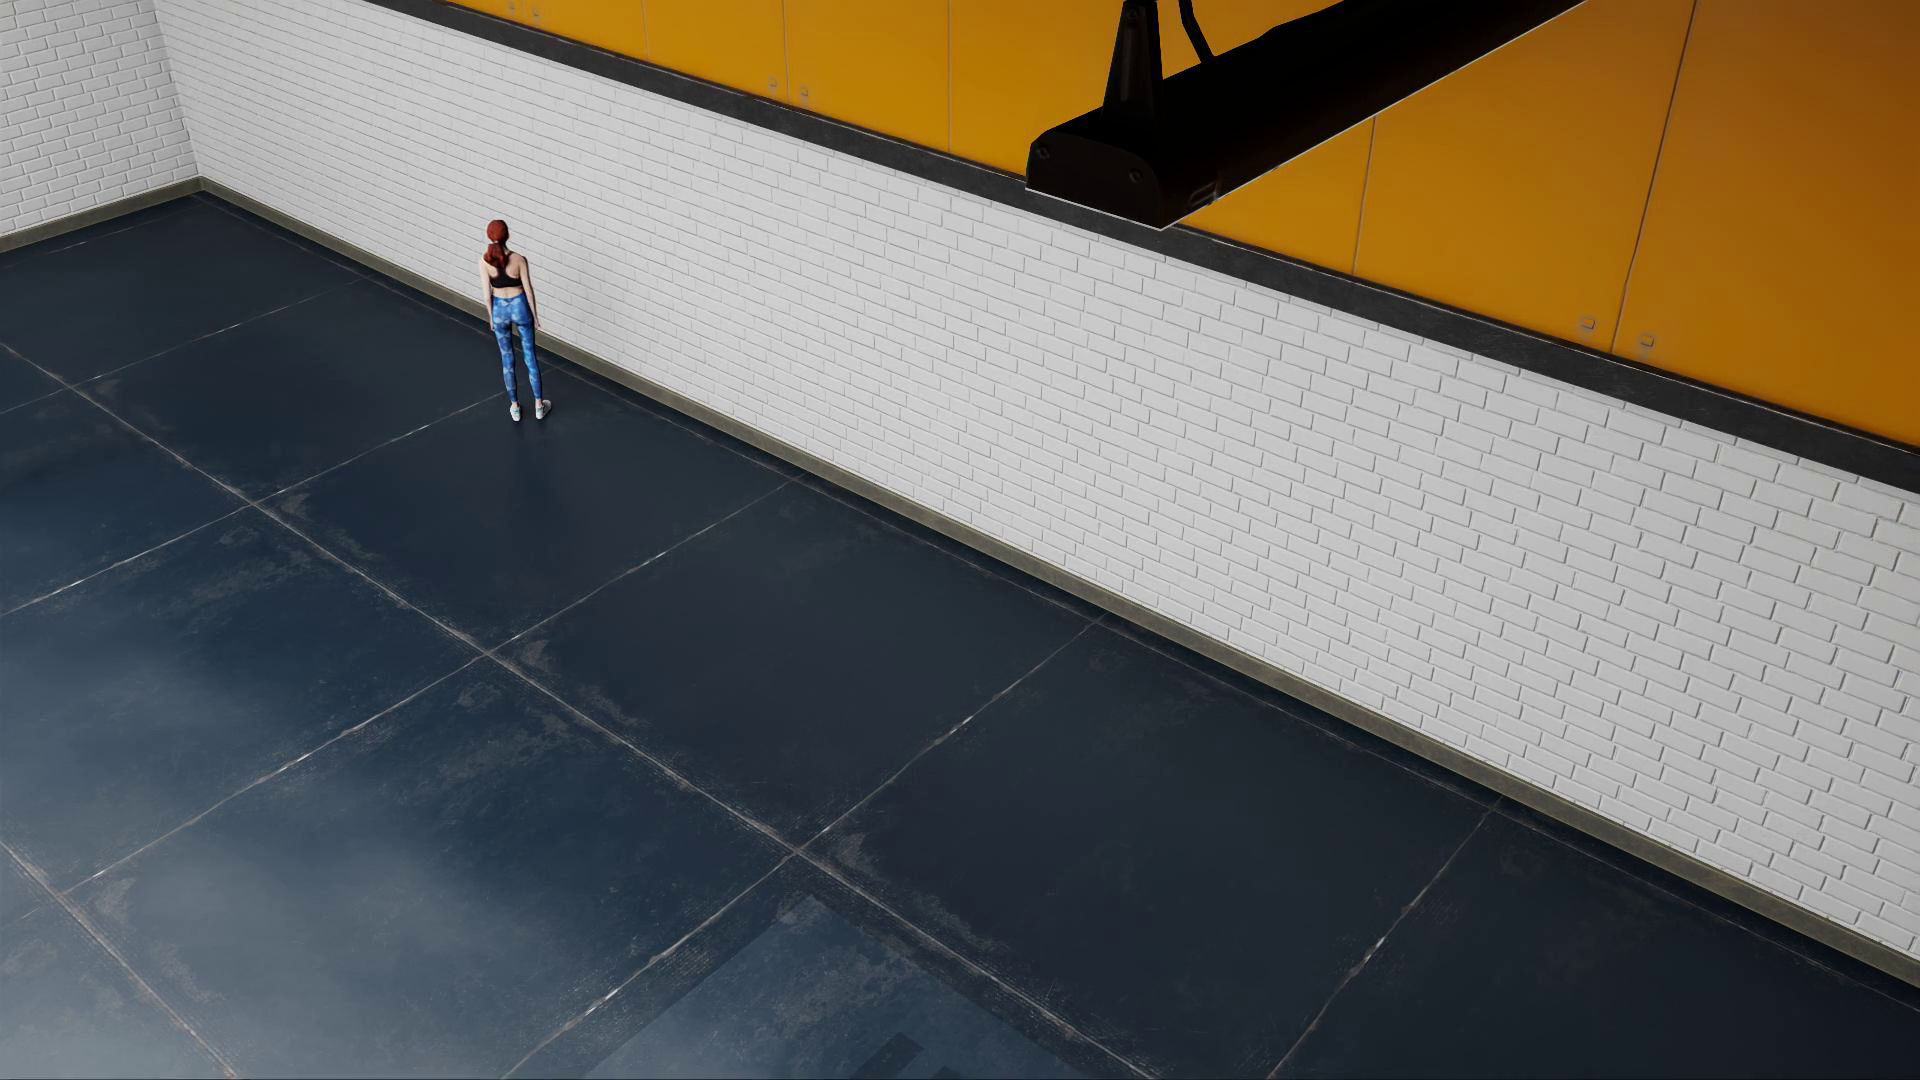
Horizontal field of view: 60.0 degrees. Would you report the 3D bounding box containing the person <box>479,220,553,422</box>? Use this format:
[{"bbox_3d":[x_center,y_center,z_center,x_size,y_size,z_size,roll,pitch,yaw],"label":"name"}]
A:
[{"bbox_3d":[-3.705,-1.822,13.792,0.684,1.785,0.748,-5,34,-7],"label":"person"}]
